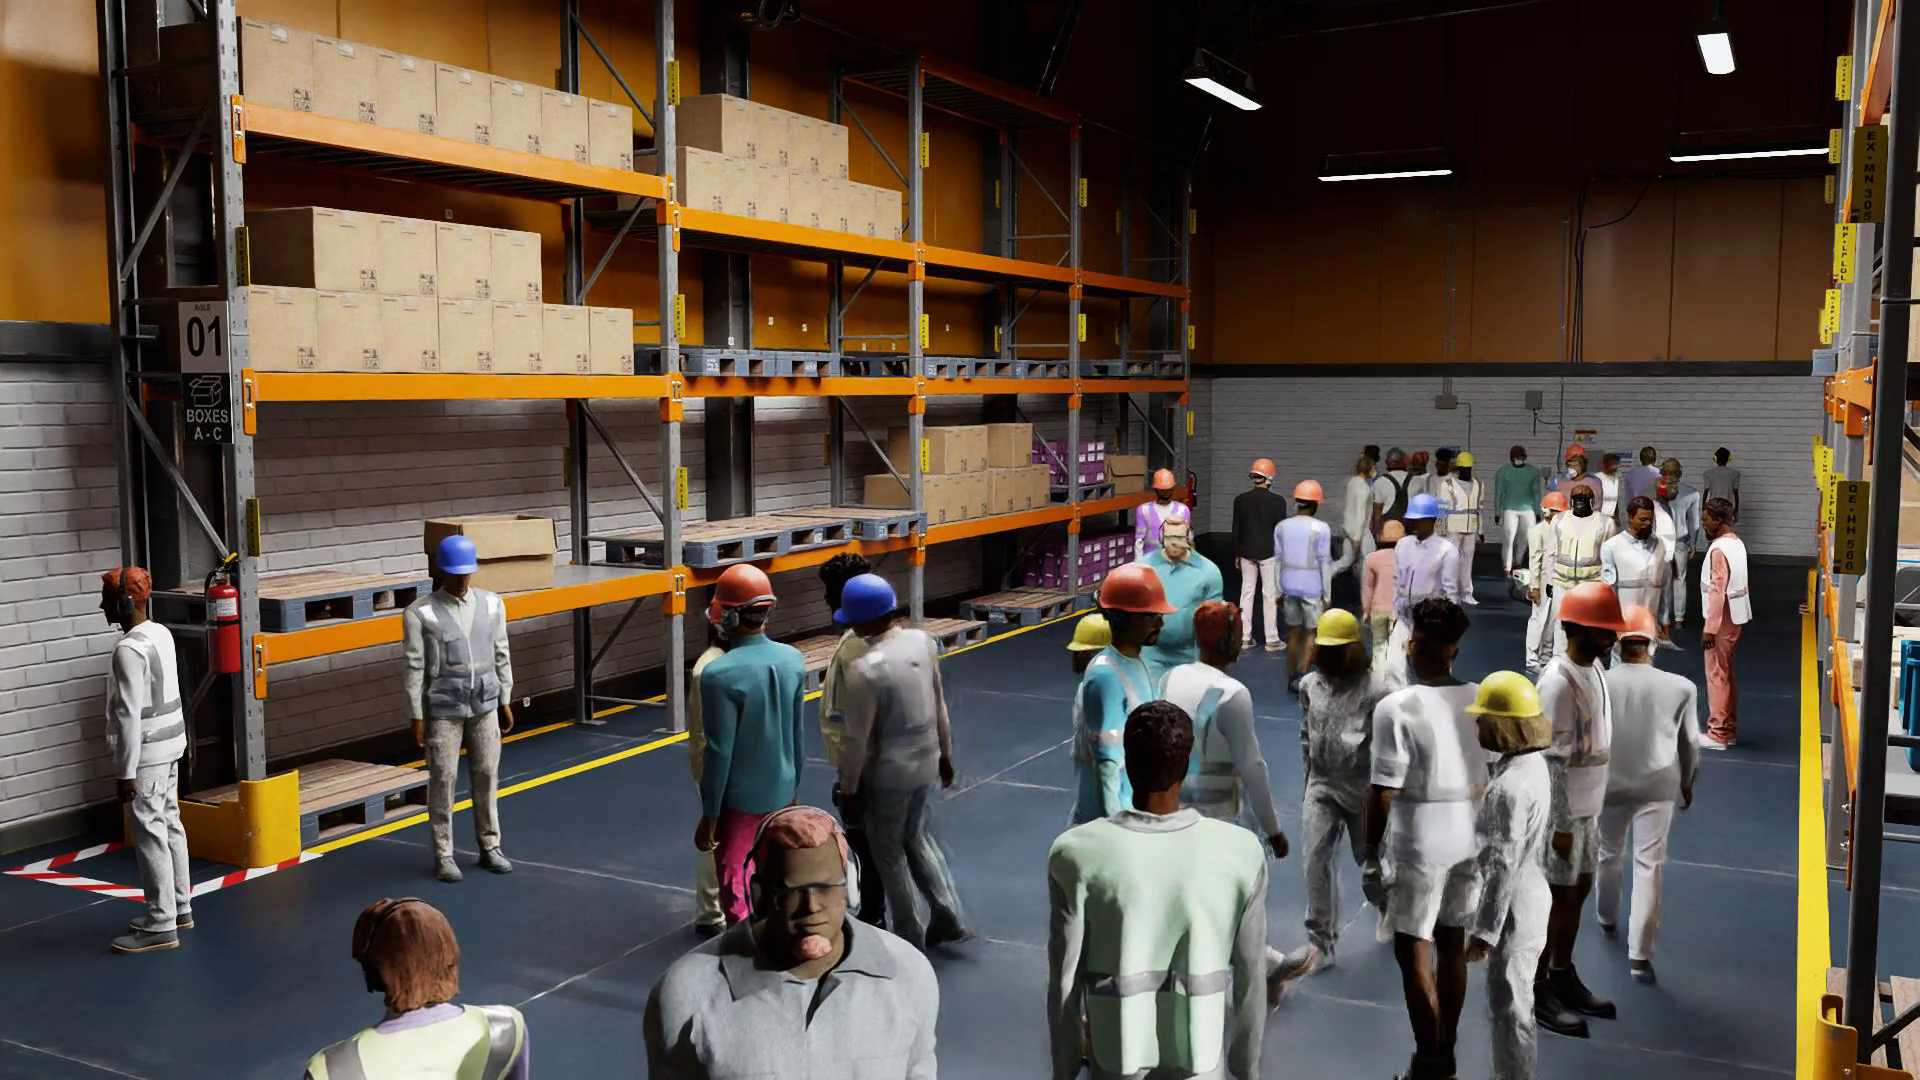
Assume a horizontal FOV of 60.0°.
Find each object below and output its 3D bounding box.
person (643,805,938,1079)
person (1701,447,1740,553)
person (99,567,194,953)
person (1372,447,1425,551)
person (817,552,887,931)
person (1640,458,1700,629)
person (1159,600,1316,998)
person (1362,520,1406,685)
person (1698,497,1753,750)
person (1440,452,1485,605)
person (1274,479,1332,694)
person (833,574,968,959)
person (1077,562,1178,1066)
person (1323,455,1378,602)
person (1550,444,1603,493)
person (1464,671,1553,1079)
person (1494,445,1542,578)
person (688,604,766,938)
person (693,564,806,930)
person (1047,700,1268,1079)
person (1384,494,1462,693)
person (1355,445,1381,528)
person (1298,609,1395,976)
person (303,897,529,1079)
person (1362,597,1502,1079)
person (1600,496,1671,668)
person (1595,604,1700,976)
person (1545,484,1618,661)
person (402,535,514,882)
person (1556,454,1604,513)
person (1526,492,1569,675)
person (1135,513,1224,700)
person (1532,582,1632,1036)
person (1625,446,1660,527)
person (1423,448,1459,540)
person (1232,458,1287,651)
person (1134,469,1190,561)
[{"bbox_3d":[-0.323,1.484,3.413,0.639,1.911,0.402,-2,6,-20],"label":"person"},{"bbox_3d":[11.043,-0.415,24.143,0.502,1.861,0.328,2,6,22],"label":"person"},{"bbox_3d":[-3.997,1.062,8.160,0.353,1.877,0.573,-1,5,-11],"label":"person"},{"bbox_3d":[5.486,-0.201,20.836,0.691,2.000,0.886,0,5,-5],"label":"person"},{"bbox_3d":[-0.500,1.032,8.011,0.380,1.958,0.601,1,5,6],"label":"person"},{"bbox_3d":[8.003,0.040,18.793,0.631,1.940,0.372,2,6,19],"label":"person"},{"bbox_3d":[1.138,1.171,7.159,1.016,1.823,0.601,-2,6,-21],"label":"person"},{"bbox_3d":[3.676,0.637,14.159,0.510,1.603,0.559,3,6,29],"label":"person"},{"bbox_3d":[5.776,0.632,12.612,0.408,1.909,0.593,4,6,34],"label":"person"},{"bbox_3d":[6.286,-0.140,20.789,0.592,1.926,0.366,-1,5,-12],"label":"person"},{"bbox_3d":[3.020,0.431,14.687,0.551,1.938,0.465,5,7,41],"label":"person"},{"bbox_3d":[-0.312,1.086,7.821,0.406,1.890,0.685,3,6,33],"label":"person"},{"bbox_3d":[0.682,1.106,6.766,0.396,2.042,0.611,1,6,15],"label":"person"},{"bbox_3d":[4.792,-0.094,20.455,0.926,1.905,0.658,0,5,-4],"label":"person"},{"bbox_3d":[7.442,-0.139,20.150,0.607,2.045,0.390,3,6,28],"label":"person"},{"bbox_3d":[1.958,1.329,5.972,0.304,1.743,0.488,2,6,24],"label":"person"},{"bbox_3d":[7.954,-0.405,23.747,0.660,1.909,0.529,1,5,7],"label":"person"},{"bbox_3d":[-1.150,1.113,8.325,0.388,1.735,0.574,1,5,6],"label":"person"},{"bbox_3d":[-0.908,1.096,7.128,0.388,1.992,0.625,4,6,33],"label":"person"},{"bbox_3d":[0.522,1.384,4.436,0.590,1.919,0.393,0,5,-1],"label":"person"},{"bbox_3d":[3.432,0.622,12.547,0.655,1.928,0.638,-4,7,-38],"label":"person"},{"bbox_3d":[6.381,-0.566,25.859,0.475,1.831,0.661,3,6,31],"label":"person"},{"bbox_3d":[1.877,1.159,7.958,0.528,1.706,0.819,4,7,39],"label":"person"},{"bbox_3d":[-1.184,1.599,3.673,0.521,1.633,0.314,-3,6,-33],"label":"person"},{"bbox_3d":[1.850,1.203,6.475,0.720,1.929,0.549,-2,6,-24],"label":"person"},{"bbox_3d":[5.226,0.605,12.908,0.597,1.907,0.404,-1,6,-16],"label":"person"},{"bbox_3d":[3.233,1.162,7.976,0.564,1.702,0.915,2,6,24],"label":"person"},{"bbox_3d":[5.736,0.402,15.414,0.621,1.845,0.429,3,6,28],"label":"person"},{"bbox_3d":[-2.789,0.930,9.274,0.620,1.932,0.420,-5,7,-41],"label":"person"},{"bbox_3d":[7.352,-0.060,19.866,0.373,1.940,0.629,-4,7,-36],"label":"person"},{"bbox_3d":[5.617,0.410,15.807,0.571,1.747,0.342,-4,7,-40],"label":"person"},{"bbox_3d":[1.438,0.768,11.179,0.686,1.888,0.537,1,5,15],"label":"person"},{"bbox_3d":[2.652,1.133,7.129,0.397,1.927,0.544,4,7,37],"label":"person"},{"bbox_3d":[9.275,-0.302,22.472,0.372,1.940,0.630,-3,6,-32],"label":"person"},{"bbox_3d":[6.217,-0.223,21.590,0.484,1.940,0.653,-3,6,-32],"label":"person"},{"bbox_3d":[3.126,0.151,17.296,0.612,1.995,0.393,4,7,36],"label":"person"},{"bbox_3d":[2.014,0.262,16.546,0.568,1.928,0.536,0,5,3],"label":"person"}]
